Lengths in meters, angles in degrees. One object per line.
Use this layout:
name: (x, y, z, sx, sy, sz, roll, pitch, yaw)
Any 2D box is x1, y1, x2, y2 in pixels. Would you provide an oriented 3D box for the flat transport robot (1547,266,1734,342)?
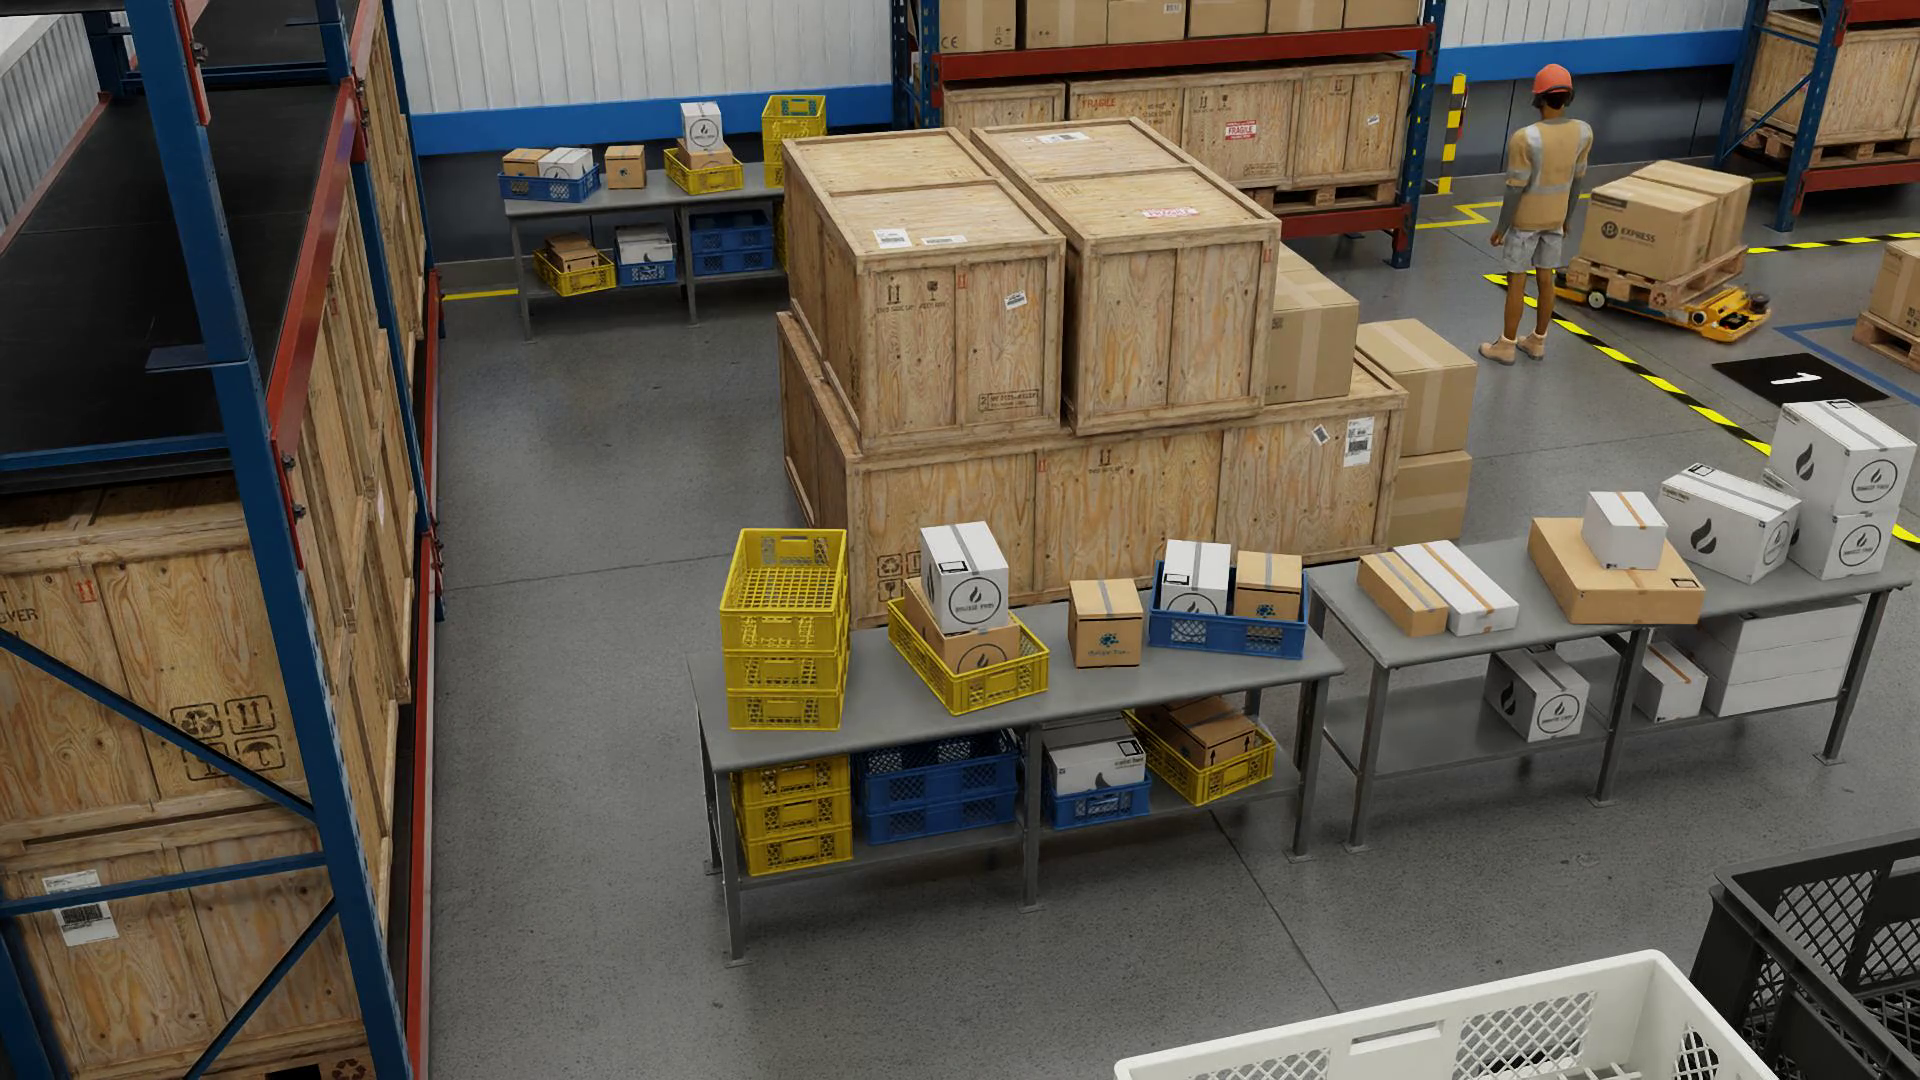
flat transport robot: (5.217, -1.837, 12.423, 0.652, 0.197, 1.431, -25, 37, -37)

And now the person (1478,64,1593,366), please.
person: (3.874, -2.174, 11.236, 0.605, 2.034, 0.388, -9, 30, -16)
